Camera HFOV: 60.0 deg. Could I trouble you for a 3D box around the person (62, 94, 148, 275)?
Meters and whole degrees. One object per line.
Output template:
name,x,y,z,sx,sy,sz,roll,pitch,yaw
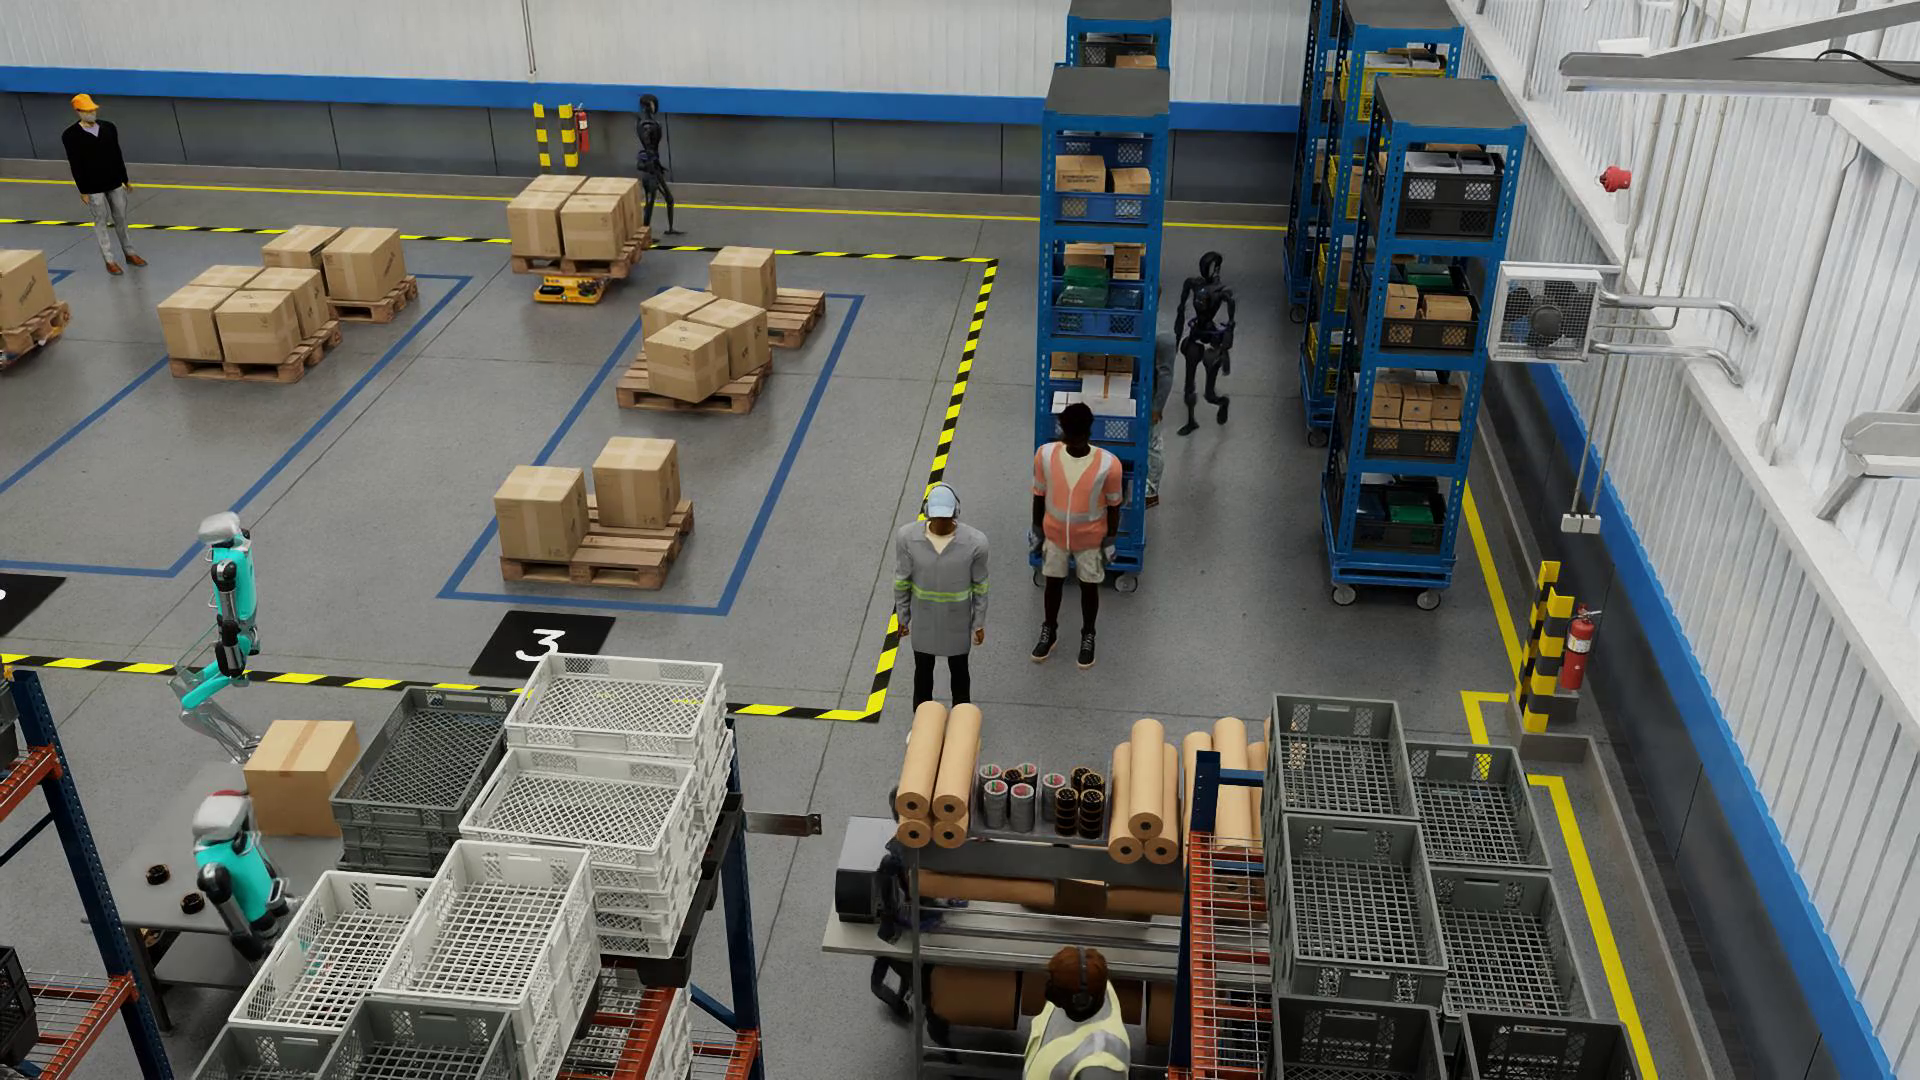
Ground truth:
person,-9.017,-3.750,17.510,0.361,1.884,0.587,18,35,28

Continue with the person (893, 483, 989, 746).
person,-0.119,0.479,10.276,0.590,1.852,0.372,3,30,6

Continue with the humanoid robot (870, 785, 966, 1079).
humanoid robot,-0.234,1.874,8.091,0.753,1.624,0.610,19,35,29

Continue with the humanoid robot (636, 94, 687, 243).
humanoid robot,-3.353,-4.079,18.285,0.541,1.641,0.613,-2,30,-3

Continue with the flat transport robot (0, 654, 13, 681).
flat transport robot,-7.142,0.969,11.010,1.431,0.231,0.659,3,30,6

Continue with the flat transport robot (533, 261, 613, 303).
flat transport robot,-3.965,-2.864,17.565,0.652,0.197,1.431,3,30,6

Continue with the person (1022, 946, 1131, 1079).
person,0.474,2.409,6.971,0.431,1.845,0.620,-4,30,-7

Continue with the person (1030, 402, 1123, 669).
person,0.756,-0.029,11.044,0.607,1.958,0.397,10,32,16

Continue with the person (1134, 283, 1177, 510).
person,1.432,-1.150,12.990,0.376,1.940,0.627,-11,32,-18

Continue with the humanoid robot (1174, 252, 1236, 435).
humanoid robot,2.112,-1.702,14.198,0.610,1.640,0.489,23,37,34

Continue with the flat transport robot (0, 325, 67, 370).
flat transport robot,-9.226,-1.843,15.812,0.652,0.197,1.431,3,30,6

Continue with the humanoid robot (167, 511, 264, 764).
humanoid robot,-4.519,0.623,10.007,0.735,1.681,0.533,-5,31,-9

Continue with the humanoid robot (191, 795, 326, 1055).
humanoid robot,-3.105,1.923,7.909,0.915,1.756,0.539,-5,31,-9
